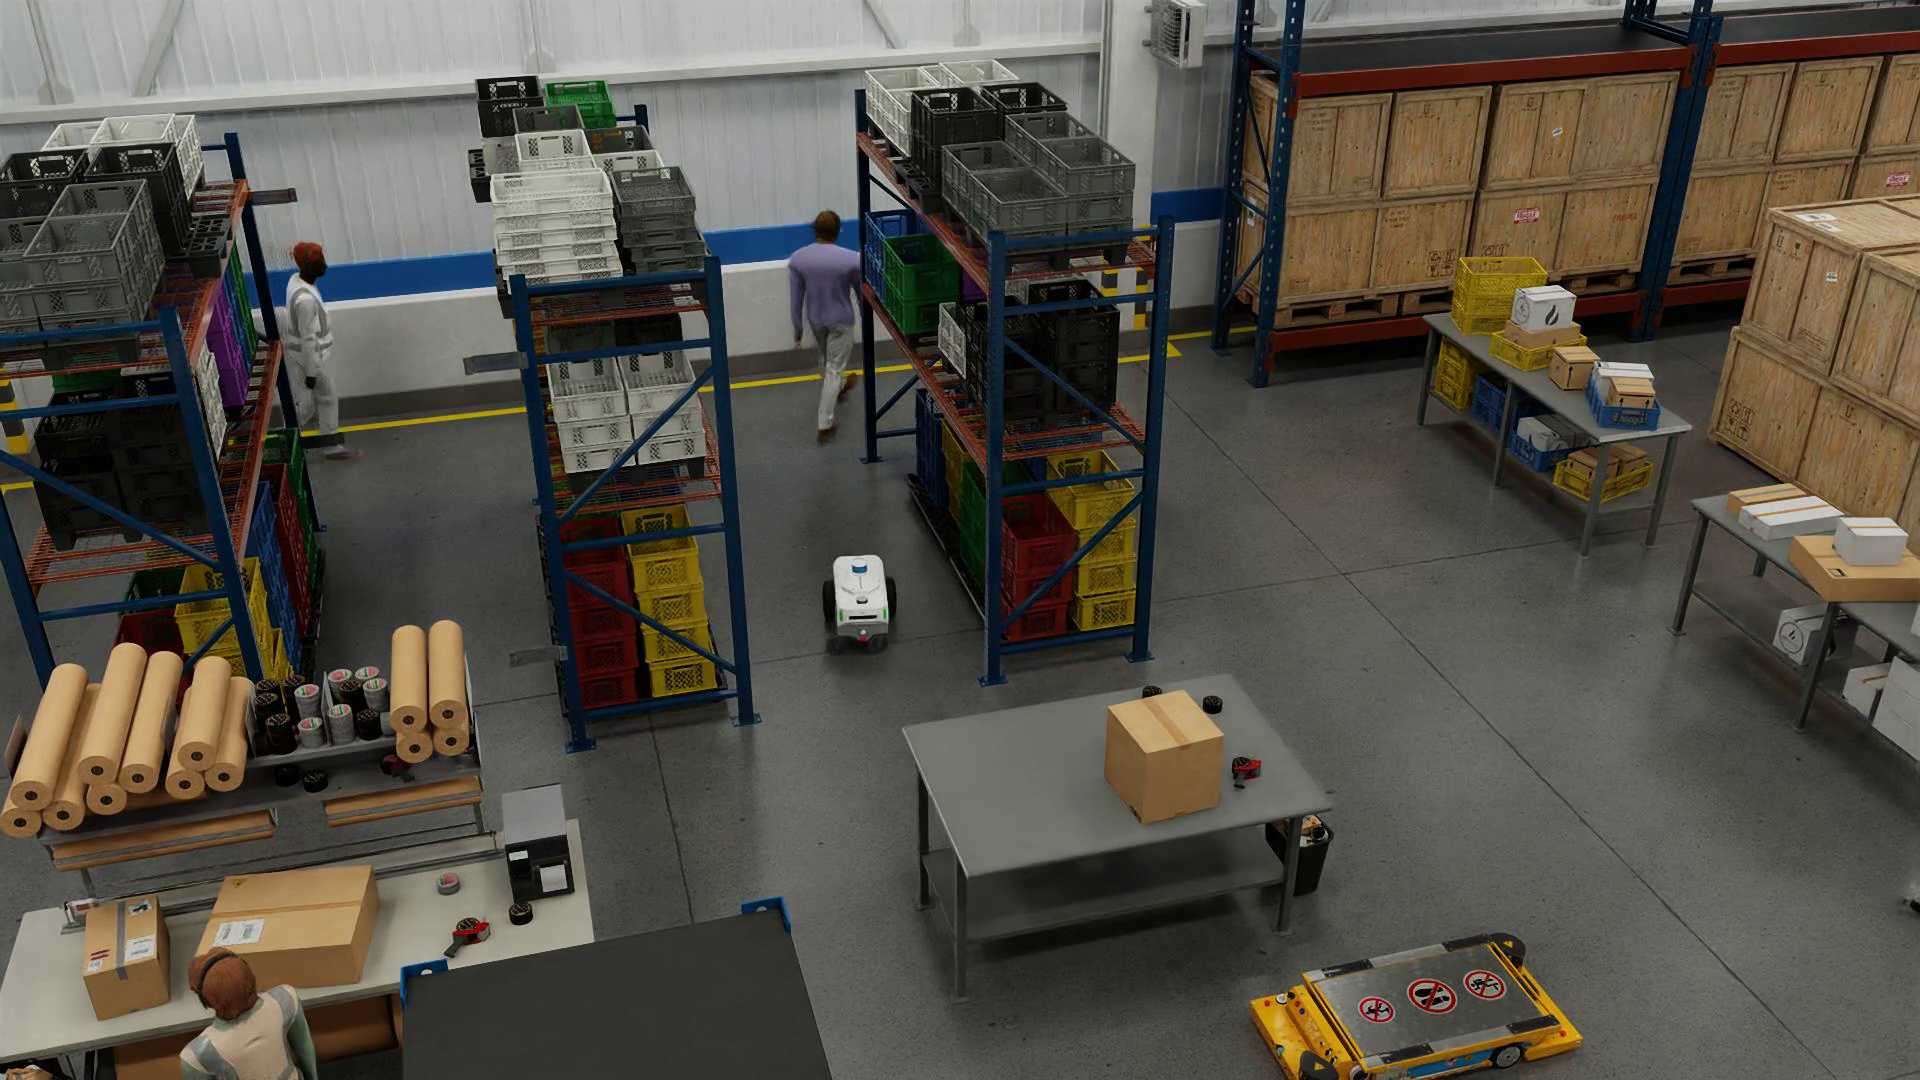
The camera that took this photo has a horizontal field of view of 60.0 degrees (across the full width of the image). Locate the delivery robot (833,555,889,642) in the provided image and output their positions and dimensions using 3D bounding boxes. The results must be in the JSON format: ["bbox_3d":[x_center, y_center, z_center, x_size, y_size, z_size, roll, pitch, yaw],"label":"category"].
[{"bbox_3d":[-0.665,0.361,11.089,0.477,0.478,0.707,-3,29,-5],"label":"delivery robot"}]

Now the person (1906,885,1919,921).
[{"bbox_3d":[5.394,1.280,8.226,0.892,1.792,0.600,18,34,30],"label":"person"}]

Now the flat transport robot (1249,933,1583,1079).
[{"bbox_3d":[2.184,2.282,7.980,1.431,0.197,0.652,-8,30,-14],"label":"flat transport robot"}]

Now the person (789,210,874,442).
[{"bbox_3d":[-1.051,-1.845,13.845,0.624,1.861,1.093,10,30,17],"label":"person"}]

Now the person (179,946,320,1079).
[{"bbox_3d":[-2.747,2.279,6.576,0.310,1.636,0.523,18,34,30],"label":"person"}]

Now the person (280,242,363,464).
[{"bbox_3d":[-5.193,-1.449,13.137,0.626,1.862,0.607,-12,31,-21],"label":"person"}]
